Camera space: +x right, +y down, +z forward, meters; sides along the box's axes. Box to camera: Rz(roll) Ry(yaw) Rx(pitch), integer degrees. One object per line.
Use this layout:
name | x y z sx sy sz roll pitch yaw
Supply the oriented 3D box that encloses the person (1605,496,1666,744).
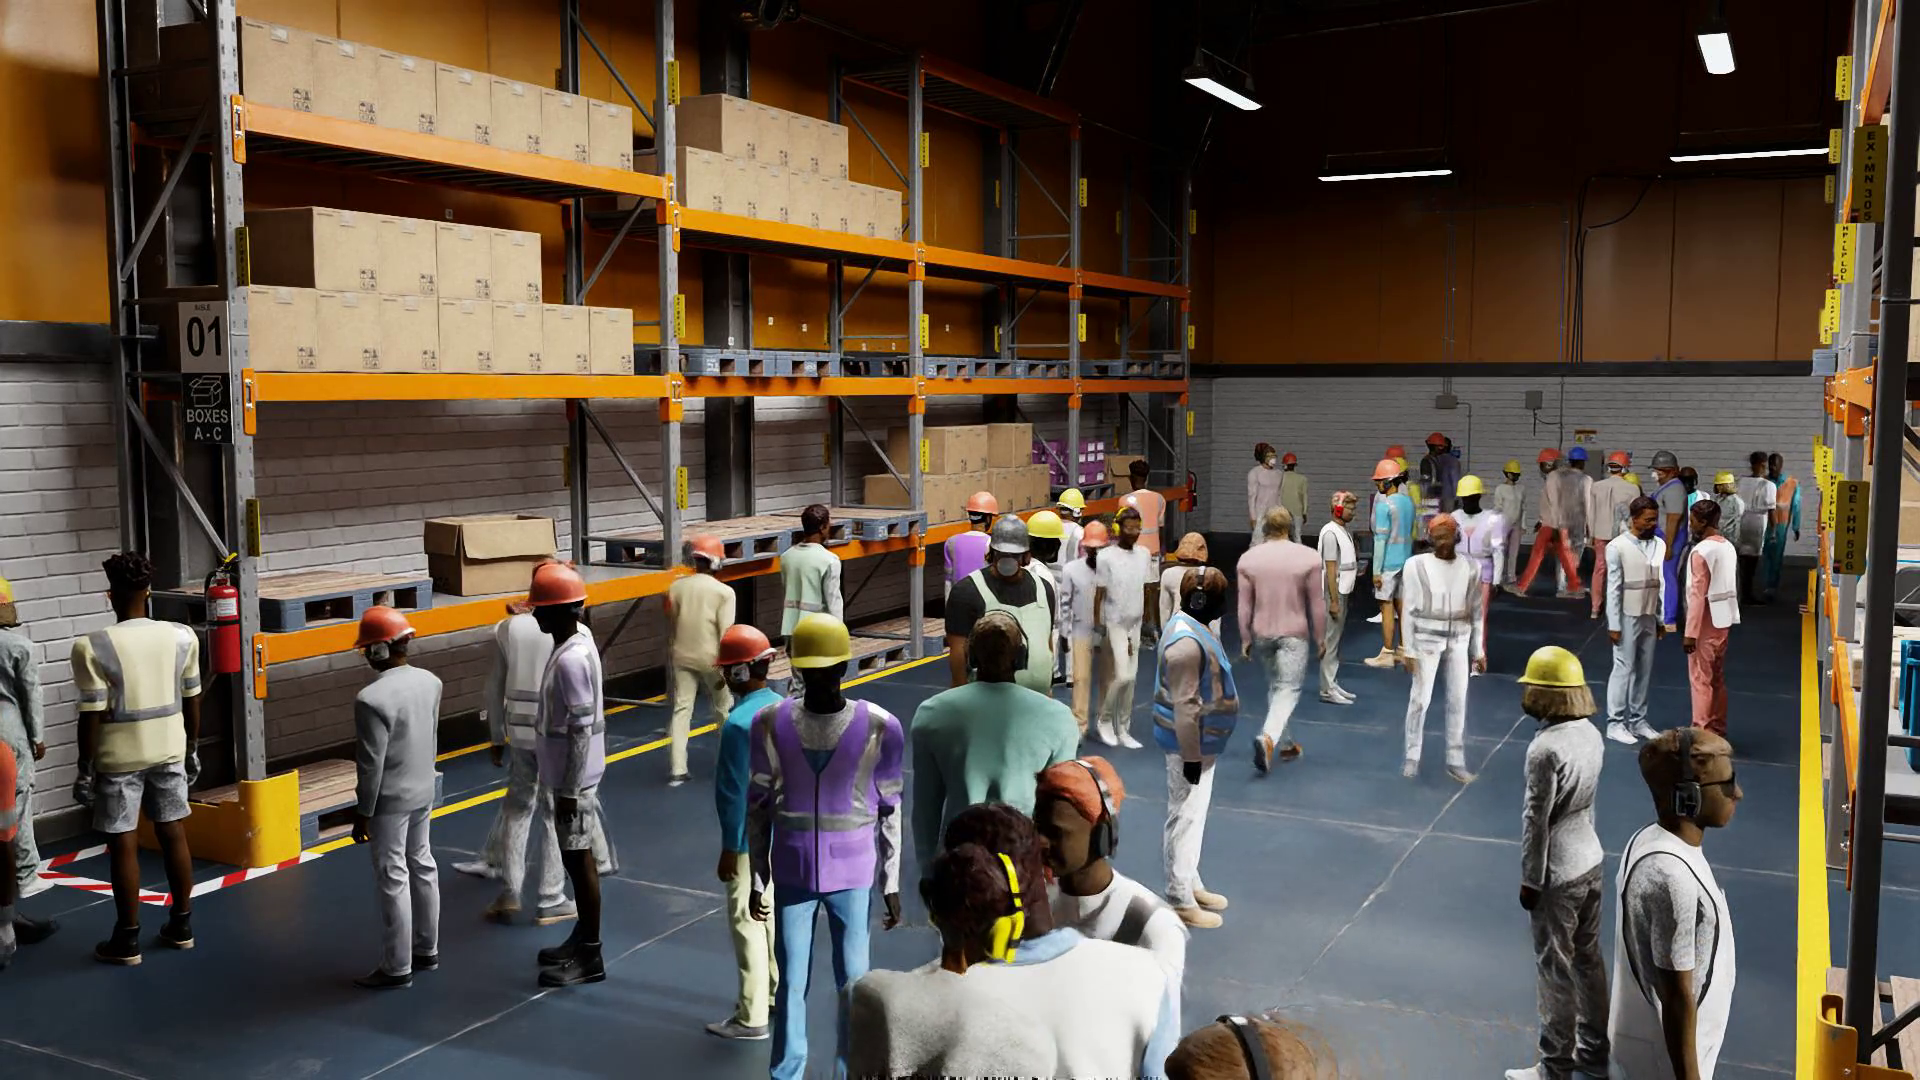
person | 5.204 0.610 12.837 0.597 1.909 0.405 -3 6 -29

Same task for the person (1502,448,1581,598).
person | 7.584 -0.209 21.511 0.919 1.948 0.632 3 6 32

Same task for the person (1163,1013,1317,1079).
person | 0.344 1.613 2.499 0.825 1.812 0.515 -2 6 -22

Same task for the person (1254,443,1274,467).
person | 4.668 -0.550 25.502 0.355 1.876 0.574 2 6 23

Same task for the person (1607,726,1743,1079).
person | 1.933 1.415 4.486 0.345 1.847 0.508 1 6 16

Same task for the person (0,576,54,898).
person | -5.161 1.054 8.916 0.493 1.743 0.295 -1 5 -8

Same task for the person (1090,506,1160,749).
person | 1.270 0.666 12.560 0.519 1.855 0.385 -4 6 -34

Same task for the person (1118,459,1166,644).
person | 1.921 0.124 17.740 0.607 1.966 0.373 -3 6 -33

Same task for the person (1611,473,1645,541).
person | 7.818 0.083 19.422 0.495 1.736 0.329 -1 5 -10

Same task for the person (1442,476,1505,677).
person | 4.792 0.356 15.559 0.619 1.905 0.631 3 6 32

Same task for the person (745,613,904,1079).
person | -0.500 1.222 6.124 0.585 1.928 0.378 0 5 4

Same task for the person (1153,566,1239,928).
person | 1.212 1.046 8.543 0.429 1.836 0.631 1 5 14

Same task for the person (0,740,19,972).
person | -3.544 1.266 5.674 0.606 1.940 0.824 -3 6 -31

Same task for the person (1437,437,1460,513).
person | 7.706 -0.680 26.539 0.373 1.940 0.628 -4 7 -39

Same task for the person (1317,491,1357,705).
person | 3.251 0.494 14.419 0.390 1.842 0.563 2 6 19

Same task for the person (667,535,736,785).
person | -1.774 0.816 11.676 0.566 1.703 0.901 2 6 20

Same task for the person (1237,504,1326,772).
person | 2.258 0.699 11.888 0.647 1.910 0.866 3 6 31

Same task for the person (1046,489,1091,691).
person | 0.983 0.447 15.054 0.586 1.824 0.404 5 7 44

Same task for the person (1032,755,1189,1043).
person | 0.309 1.445 4.035 0.346 1.876 0.571 -5 7 -40

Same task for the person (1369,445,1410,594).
person | 5.665 -0.263 21.891 0.563 1.970 0.696 1 5 7

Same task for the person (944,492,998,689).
person | 0.141 0.580 13.072 0.550 1.925 0.391 3 6 26

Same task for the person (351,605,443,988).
person | -2.607 1.168 7.650 0.328 1.750 0.560 1 5 14

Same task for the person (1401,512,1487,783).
person | 3.355 0.739 11.576 0.597 1.885 0.348 0 5 -5

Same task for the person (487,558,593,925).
person | -2.157 1.029 8.499 0.608 1.875 0.461 2 6 21

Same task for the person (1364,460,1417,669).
person | 4.181 0.235 16.205 0.605 2.035 0.403 -5 7 -44

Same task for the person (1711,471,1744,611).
person | 9.144 0.035 19.931 0.323 1.736 0.486 -2 6 -21

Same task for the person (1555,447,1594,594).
person | 8.136 -0.253 22.016 0.482 1.932 0.668 -3 6 -32

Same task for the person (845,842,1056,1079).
person | -0.082 1.535 3.379 0.526 1.830 0.690 3 6 27

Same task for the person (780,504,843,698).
person | -1.060 0.703 11.821 0.591 1.911 0.386 5 7 45

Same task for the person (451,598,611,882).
person | -2.331 1.110 9.118 0.863 1.584 0.551 -3 6 -29

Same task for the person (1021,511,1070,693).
person | 0.529 0.762 11.132 0.394 1.921 0.583 -2 6 -16

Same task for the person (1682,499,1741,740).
person | 5.592 0.650 12.426 0.412 1.907 0.596 5 7 44

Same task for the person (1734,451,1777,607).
person | 9.879 -0.134 20.727 0.479 1.941 0.667 -2 6 -21

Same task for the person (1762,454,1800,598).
person | 10.662 -0.202 21.807 0.620 1.867 1.003 4 7 38

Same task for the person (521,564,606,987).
person | -1.823 1.074 7.675 0.363 1.934 0.552 -1 5 -12

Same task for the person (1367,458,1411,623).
person | 4.956 0.008 19.279 0.408 1.913 0.642 4 7 36

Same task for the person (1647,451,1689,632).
person | 7.868 0.003 18.642 0.535 2.000 0.683 2 6 17

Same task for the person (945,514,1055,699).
person | 0.282 0.860 9.419 0.678 2.000 0.536 -3 6 -27

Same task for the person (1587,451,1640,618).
person | 7.677 -0.049 19.512 0.620 1.986 0.408 5 7 44

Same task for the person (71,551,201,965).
person | -3.939 1.031 7.970 0.361 1.964 0.614 4 7 36

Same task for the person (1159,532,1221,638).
person | 1.761 0.755 12.713 0.501 1.633 0.284 4 6 34

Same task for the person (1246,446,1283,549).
person | 4.151 -0.313 22.584 0.628 1.940 0.377 -4 7 -36

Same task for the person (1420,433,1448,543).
person | 7.220 -0.618 25.374 0.404 2.035 0.607 4 6 35

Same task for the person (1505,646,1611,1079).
person | 2.344 1.282 6.543 0.486 1.736 0.363 -5 7 -42

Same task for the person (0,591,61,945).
person | -4.909 1.060 8.138 0.621 1.897 0.664 5 7 43

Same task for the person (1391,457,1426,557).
person | 5.374 -0.066 20.234 0.740 1.872 0.613 0 5 -4

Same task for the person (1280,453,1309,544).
person | 4.894 -0.419 24.717 0.565 1.750 0.333 0 5 2

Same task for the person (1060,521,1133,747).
person | 1.041 0.717 12.679 0.577 1.713 0.863 0 5 3

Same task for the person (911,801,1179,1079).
person | 0.238 1.497 3.479 0.747 1.888 0.365 0 5 1

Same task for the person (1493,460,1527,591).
person | 7.376 -0.194 22.284 0.518 1.757 0.337 -2 6 -25

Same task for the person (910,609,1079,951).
person | 0.130 1.221 6.154 0.629 1.931 0.378 1 5 11

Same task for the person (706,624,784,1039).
person | -0.898 1.226 7.093 0.349 1.740 0.575 1 5 15
